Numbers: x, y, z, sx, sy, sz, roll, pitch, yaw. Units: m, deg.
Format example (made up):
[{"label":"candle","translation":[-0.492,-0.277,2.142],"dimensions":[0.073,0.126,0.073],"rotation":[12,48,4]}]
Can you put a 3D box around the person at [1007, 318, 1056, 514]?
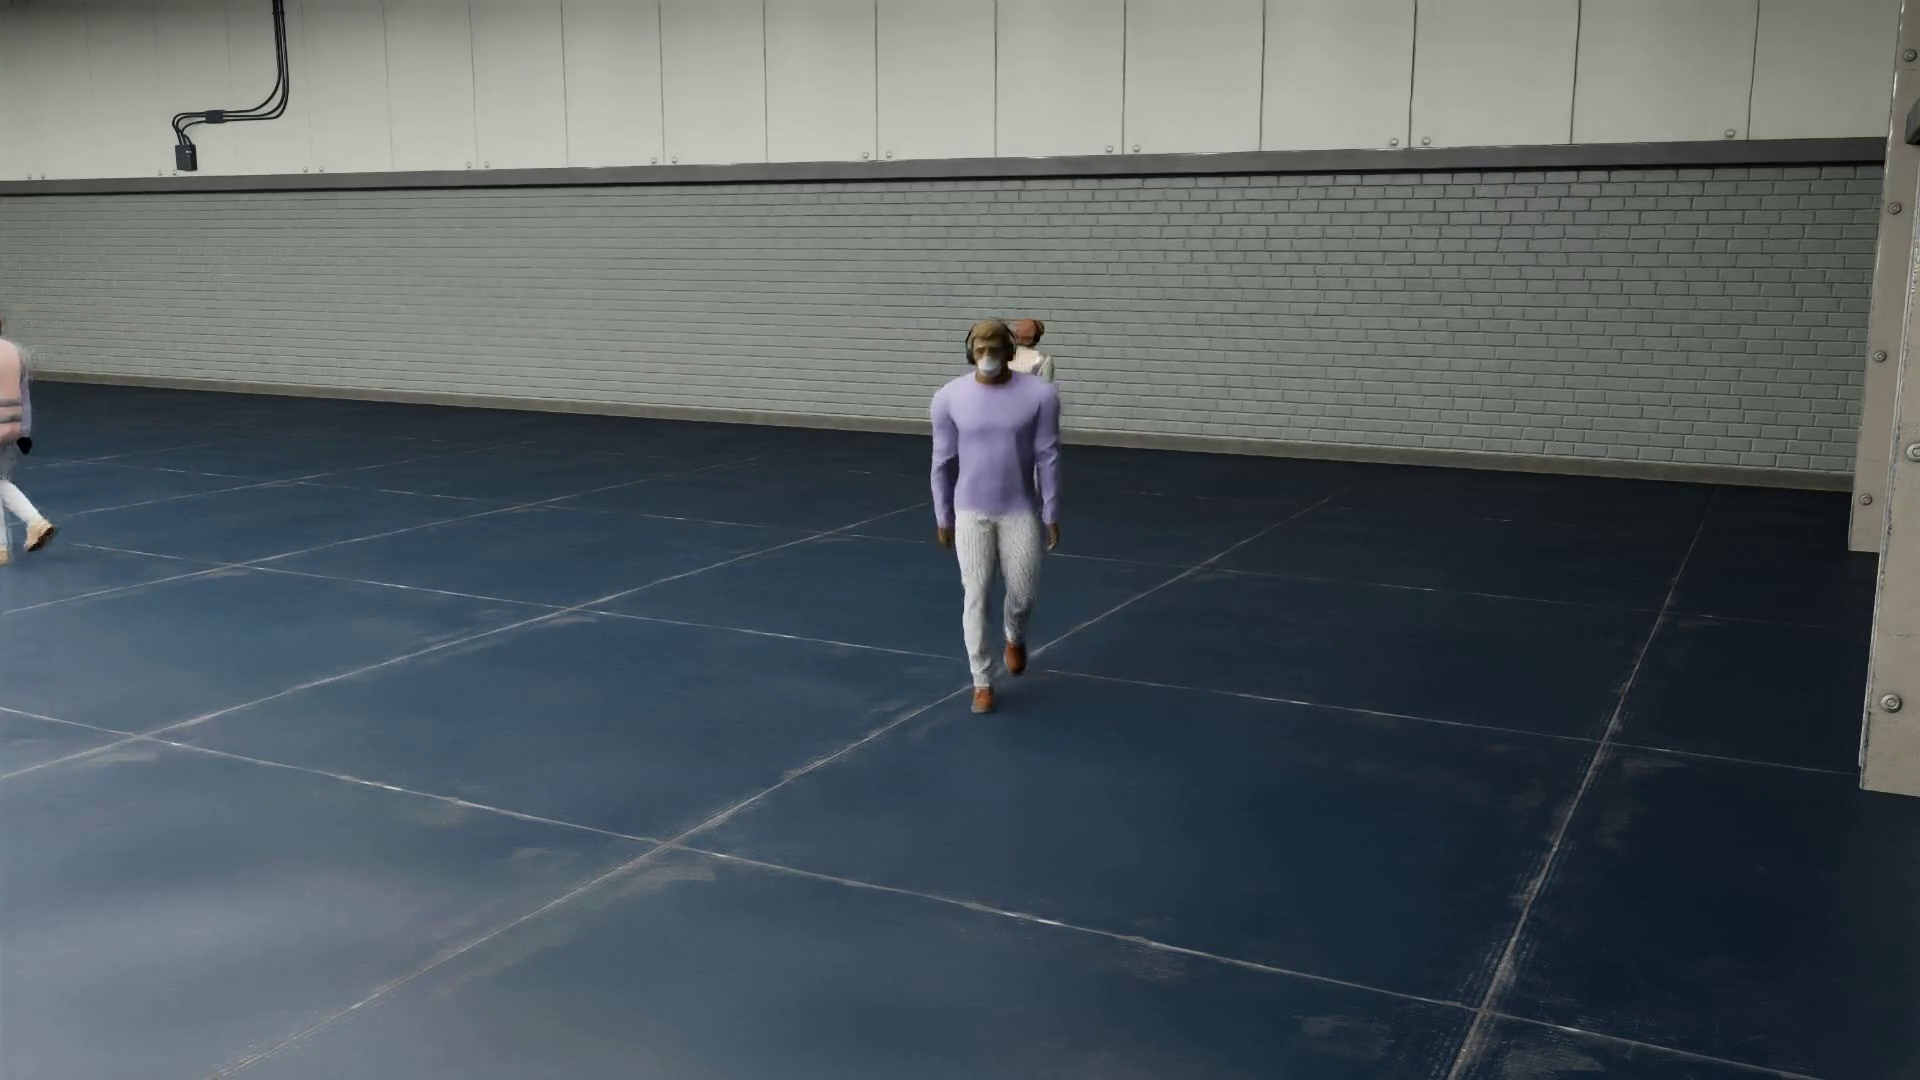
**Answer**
[{"label":"person","translation":[0.556,-1.006,13.659],"dimensions":[0.535,1.624,0.370],"rotation":[6,12,31]}]

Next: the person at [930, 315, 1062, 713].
[{"label":"person","translation":[0.171,-0.142,8.143],"dimensions":[0.643,1.918,0.595],"rotation":[0,10,1]}]

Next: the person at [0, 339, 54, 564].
[{"label":"person","translation":[-6.765,-0.729,11.604],"dimensions":[0.475,1.828,0.630],"rotation":[1,10,4]}]
